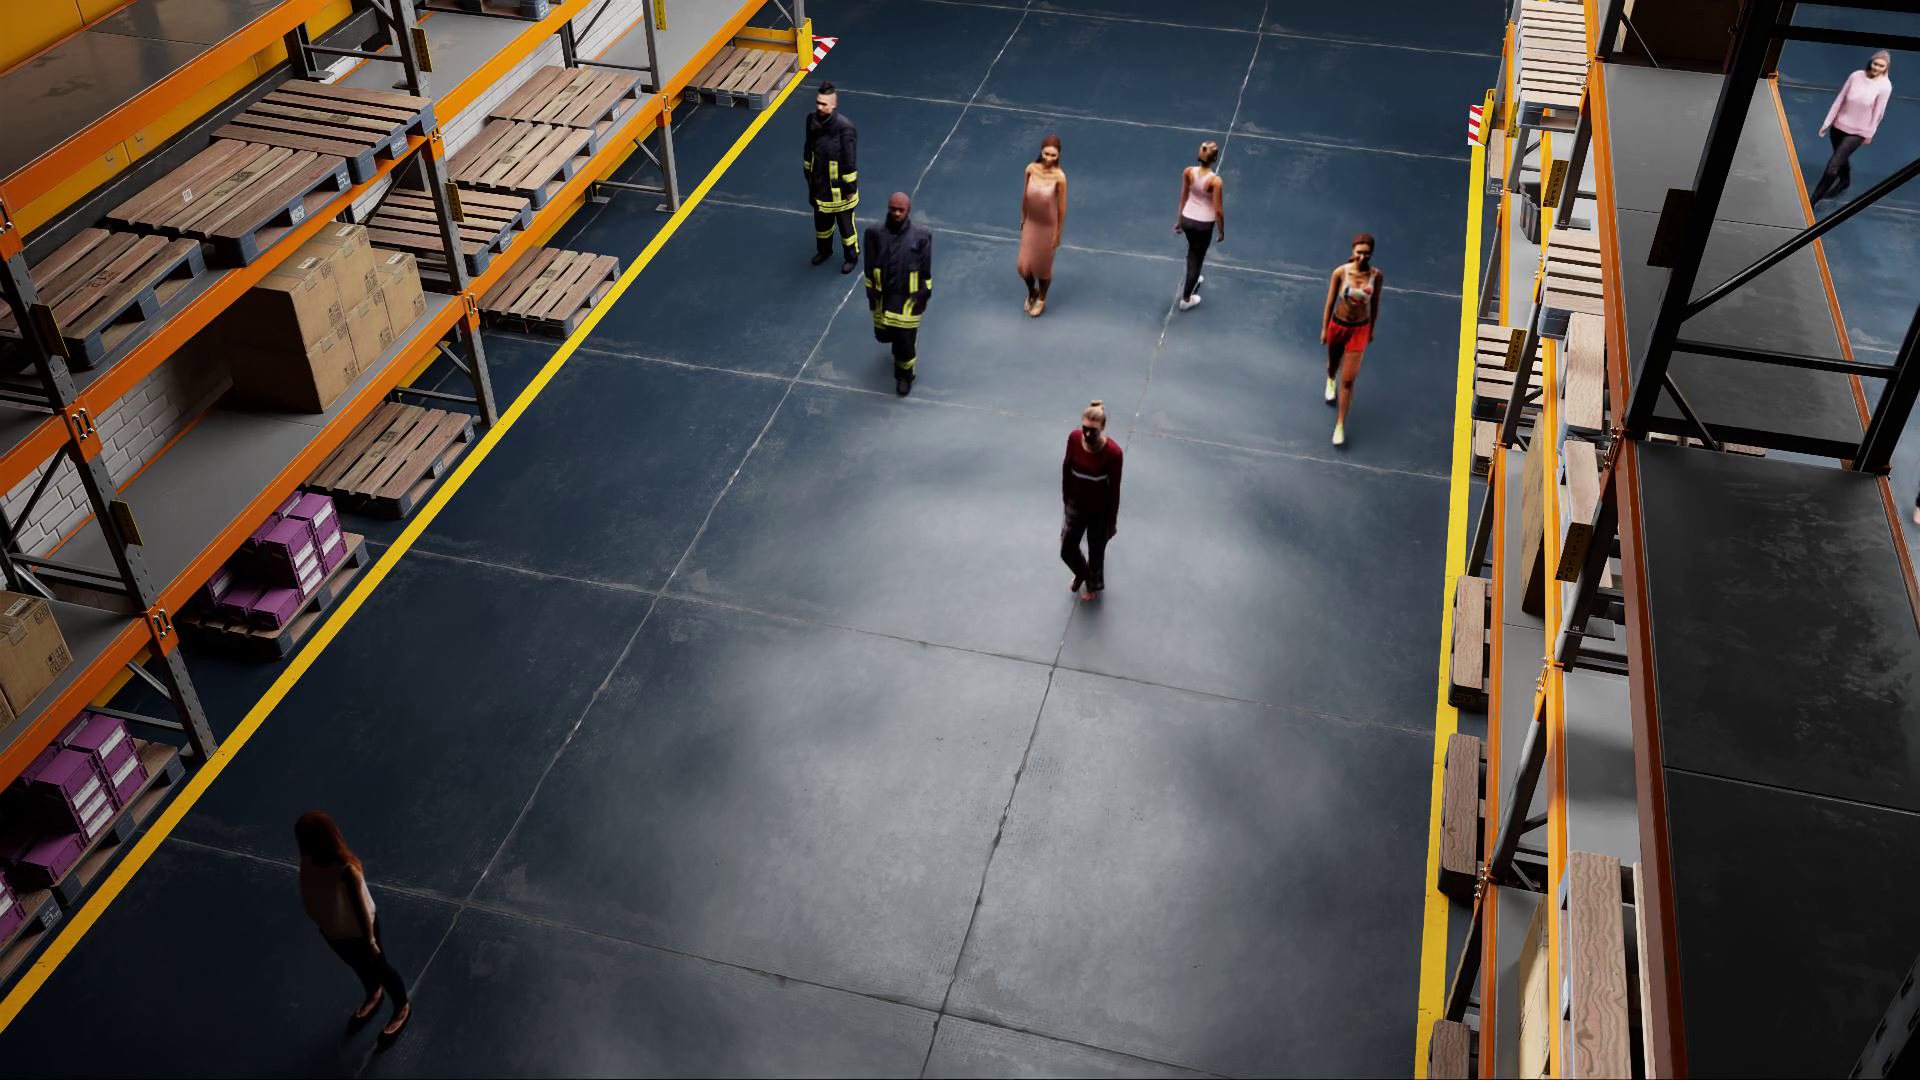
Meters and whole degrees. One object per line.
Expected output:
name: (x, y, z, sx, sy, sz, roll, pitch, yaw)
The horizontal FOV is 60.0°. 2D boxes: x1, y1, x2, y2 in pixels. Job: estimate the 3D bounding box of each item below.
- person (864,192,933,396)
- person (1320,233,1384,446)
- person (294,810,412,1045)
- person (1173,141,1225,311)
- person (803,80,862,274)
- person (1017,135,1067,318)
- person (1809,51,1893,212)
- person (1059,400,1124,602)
person: (-0.517, -2.157, 14.114, 0.769, 1.807, 0.982, 6, 39, 7)
person: (3.176, -1.748, 13.646, 0.649, 1.751, 1.153, 7, 39, 8)
person: (-3.274, 2.041, 8.927, 0.622, 1.720, 0.600, 22, 44, 26)
person: (2.116, -2.840, 15.108, 0.780, 1.633, 0.885, 29, 47, 31)
person: (-1.200, -3.438, 15.677, 0.818, 1.859, 0.789, 21, 43, 24)
person: (0.793, -2.836, 14.960, 0.694, 1.811, 0.682, 22, 43, 25)
person: (8.990, -4.134, 16.724, 1.193, 1.639, 1.078, -23, 44, -26)
person: (0.969, -0.289, 11.868, 0.681, 1.691, 0.653, 16, 41, 19)
